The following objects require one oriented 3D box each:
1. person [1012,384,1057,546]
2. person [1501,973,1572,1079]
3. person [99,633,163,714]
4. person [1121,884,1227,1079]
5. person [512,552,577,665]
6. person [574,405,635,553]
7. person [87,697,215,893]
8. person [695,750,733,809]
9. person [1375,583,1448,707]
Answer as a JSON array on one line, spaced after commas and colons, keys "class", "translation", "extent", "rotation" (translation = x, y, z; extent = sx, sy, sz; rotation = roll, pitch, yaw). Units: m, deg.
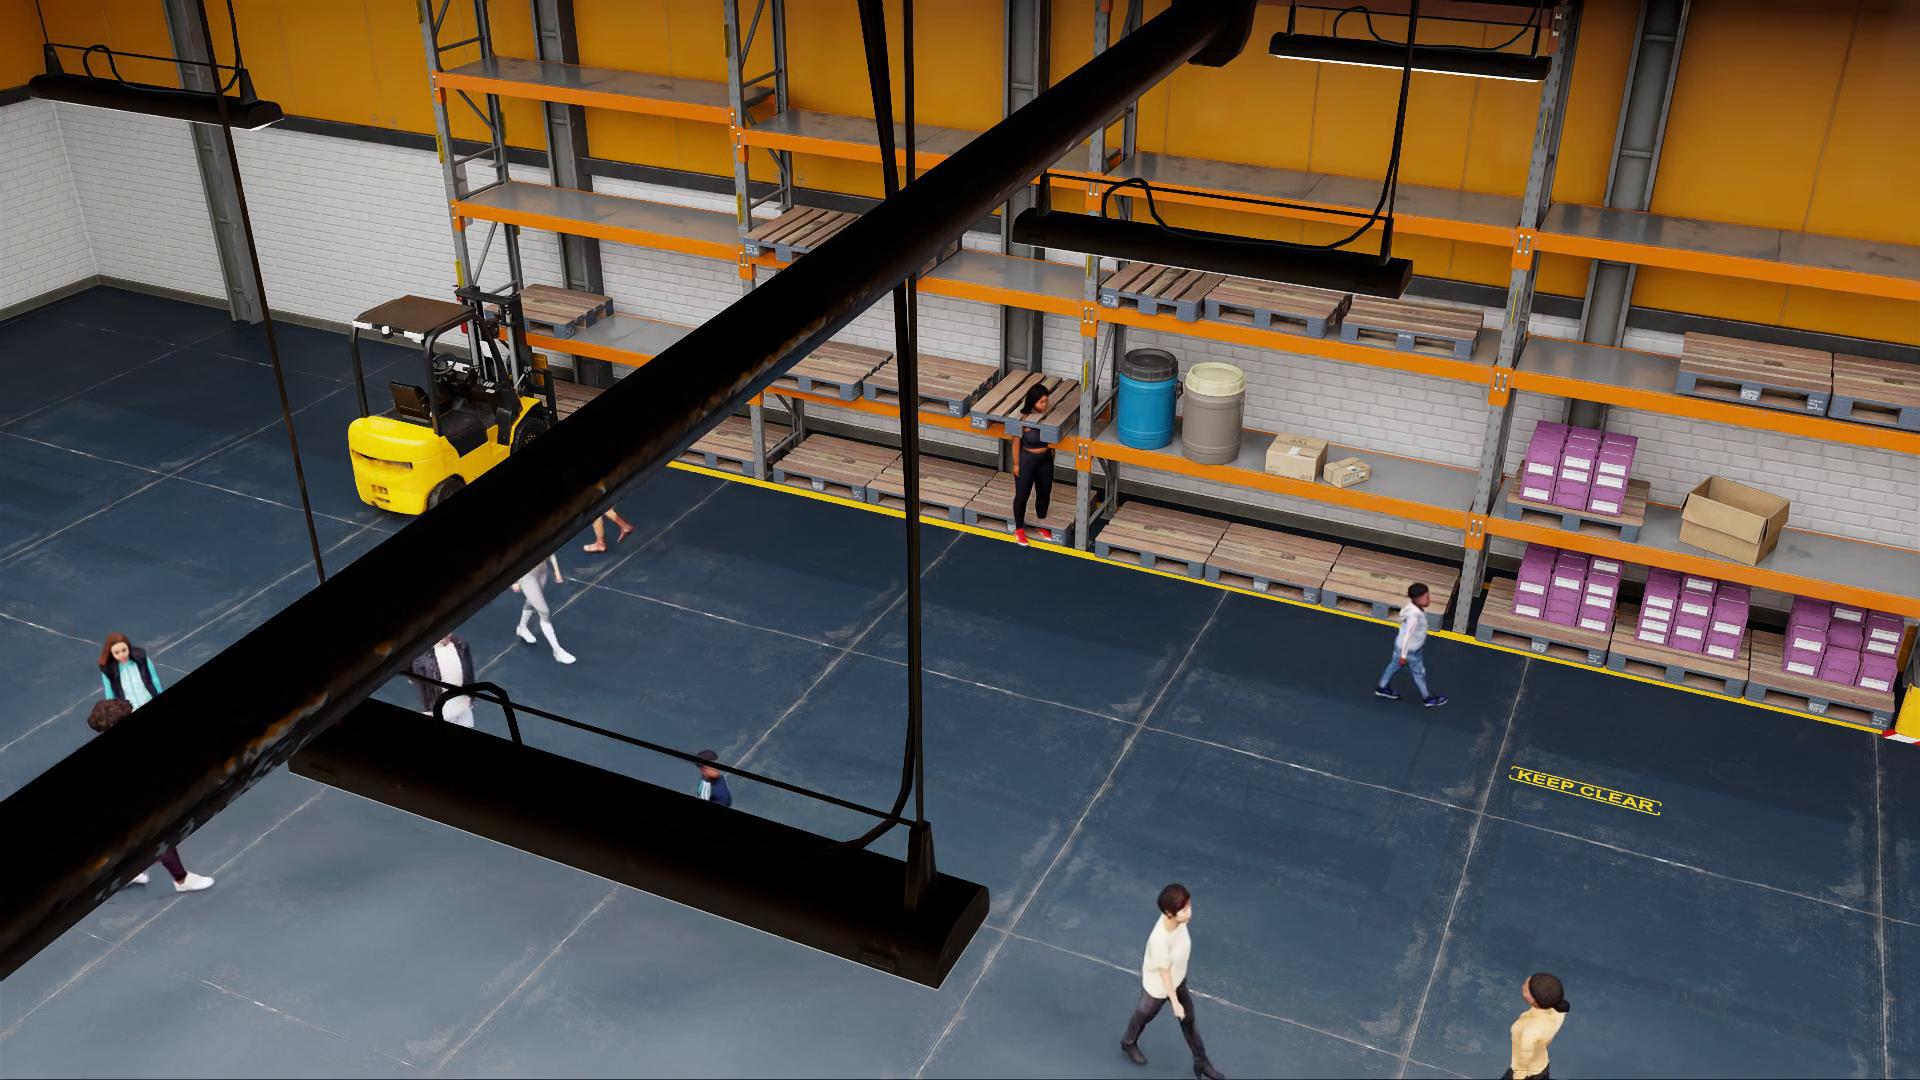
[{"class": "person", "translation": [0.783, -0.836, 17.694], "extent": [0.774, 1.814, 0.822], "rotation": [-12, 31, -21]}, {"class": "person", "translation": [3.570, 3.327, 10.244], "extent": [0.836, 1.640, 1.038], "rotation": [-23, 36, -36]}, {"class": "person", "translation": [-6.900, 1.387, 13.958], "extent": [0.768, 1.489, 0.895], "rotation": [-20, 35, -32]}, {"class": "person", "translation": [1.291, 2.932, 11.063], "extent": [1.030, 1.550, 0.702], "rotation": [18, 33, 30]}, {"class": "person", "translation": [-4.079, 0.327, 15.724], "extent": [1.165, 1.659, 0.757], "rotation": [21, 35, 33]}, {"class": "person", "translation": [-3.740, -0.611, 17.392], "extent": [0.884, 1.707, 0.764], "rotation": [1, 29, 2]}, {"class": "person", "translation": [-6.313, 1.946, 12.645], "extent": [1.062, 1.766, 1.003], "rotation": [-10, 30, -17]}, {"class": "person", "translation": [-1.946, 2.140, 12.844], "extent": [0.917, 1.234, 0.616], "rotation": [7, 29, 12]}, {"class": "person", "translation": [4.013, 0.939, 15.054], "extent": [0.882, 1.225, 0.574], "rotation": [8, 30, 15]}]
